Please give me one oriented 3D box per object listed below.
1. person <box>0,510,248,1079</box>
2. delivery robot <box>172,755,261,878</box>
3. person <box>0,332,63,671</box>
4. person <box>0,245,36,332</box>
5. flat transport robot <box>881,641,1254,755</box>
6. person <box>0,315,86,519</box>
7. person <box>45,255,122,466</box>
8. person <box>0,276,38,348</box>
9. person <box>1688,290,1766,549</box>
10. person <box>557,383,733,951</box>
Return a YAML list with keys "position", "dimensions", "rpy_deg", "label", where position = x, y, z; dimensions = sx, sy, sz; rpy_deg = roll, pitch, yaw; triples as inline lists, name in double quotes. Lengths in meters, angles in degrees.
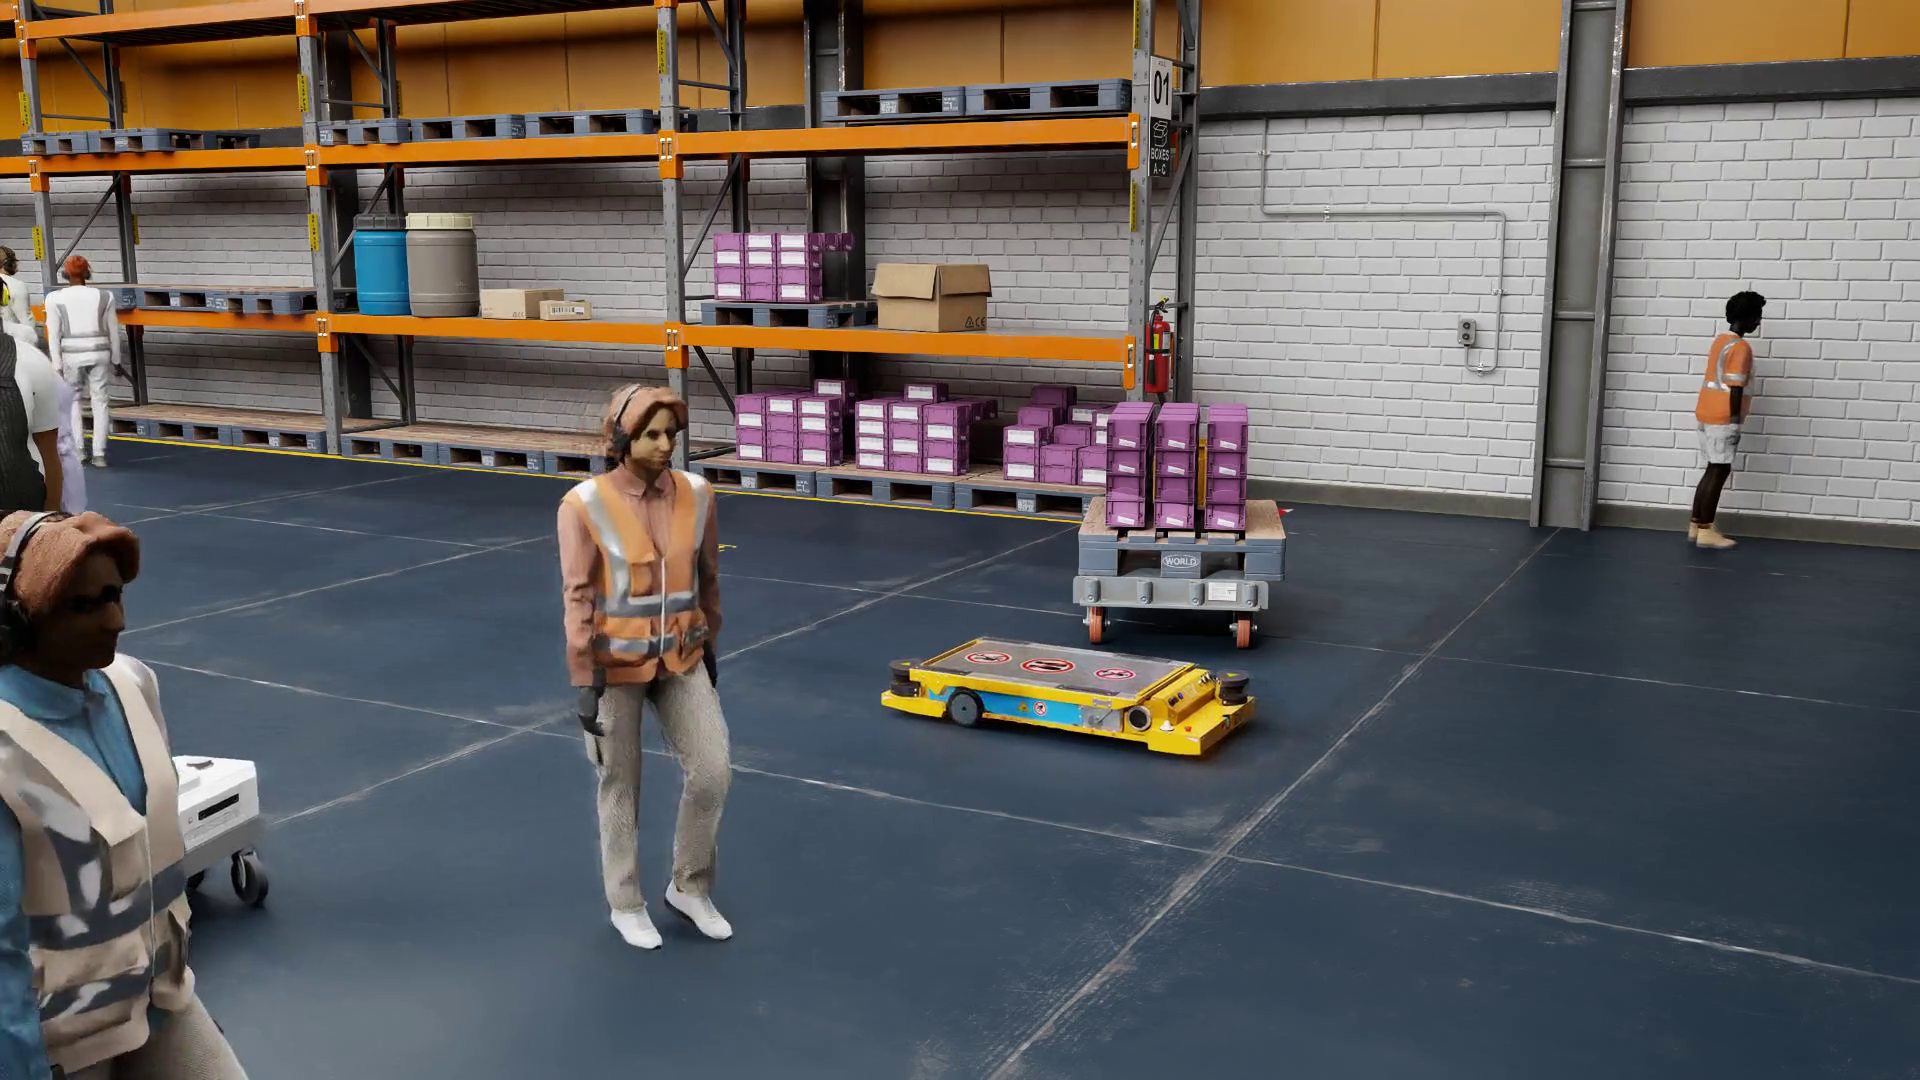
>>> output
- position: [-1.298, 0.758, 2.538]
  dimensions: [0.405, 1.624, 0.550]
  rpy_deg: [1, 10, 5]
  label: "person"
- position: [-2.377, 0.831, 4.838]
  dimensions: [0.477, 0.478, 0.707]
  rpy_deg: [3, 11, 13]
  label: "delivery robot"
- position: [-3.460, -0.039, 5.785]
  dimensions: [0.682, 2.000, 0.538]
  rpy_deg: [-7, 13, -35]
  label: "person"
- position: [-8.952, -1.794, 15.690]
  dimensions: [0.631, 1.940, 0.372]
  rpy_deg: [3, 11, 18]
  label: "person"
- position: [0.447, 0.628, 6.985]
  dimensions: [1.431, 0.197, 0.652]
  rpy_deg: [5, 12, 28]
  label: "flat transport robot"
- position: [-4.032, -0.122, 6.961]
  dimensions: [0.657, 1.795, 0.965]
  rpy_deg: [-1, 10, -7]
  label: "person"
- position: [-7.780, -1.593, 14.800]
  dimensions: [0.583, 1.861, 0.666]
  rpy_deg: [-7, 12, -32]
  label: "person"
- position: [-5.156, -0.526, 8.945]
  dimensions: [0.335, 1.865, 0.519]
  rpy_deg: [4, 11, 20]
  label: "person"
- position: [4.989, -0.778, 10.832]
  dimensions: [0.357, 1.682, 0.542]
  rpy_deg: [2, 11, 10]
  label: "person"
- position: [-0.864, 0.380, 4.651]
  dimensions: [0.535, 1.622, 0.487]
  rpy_deg: [-8, 13, -38]
  label: "person"
